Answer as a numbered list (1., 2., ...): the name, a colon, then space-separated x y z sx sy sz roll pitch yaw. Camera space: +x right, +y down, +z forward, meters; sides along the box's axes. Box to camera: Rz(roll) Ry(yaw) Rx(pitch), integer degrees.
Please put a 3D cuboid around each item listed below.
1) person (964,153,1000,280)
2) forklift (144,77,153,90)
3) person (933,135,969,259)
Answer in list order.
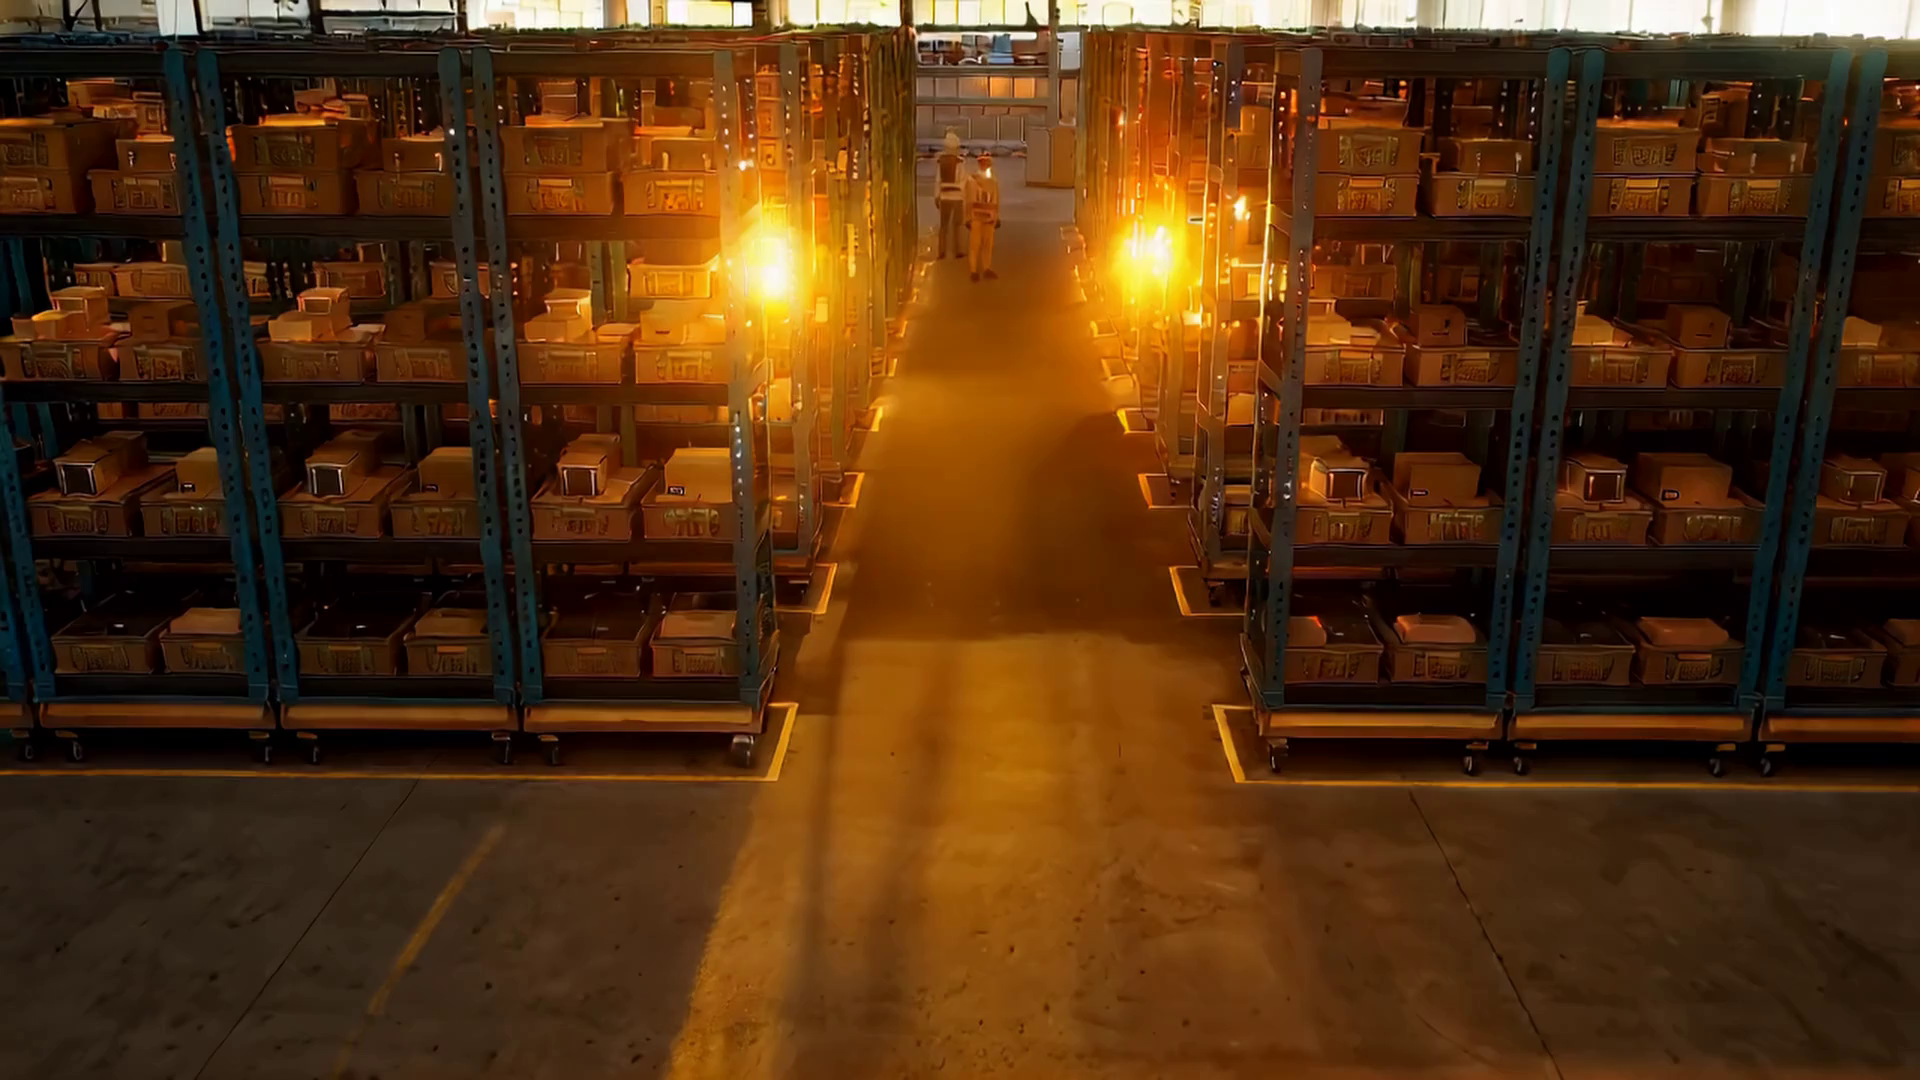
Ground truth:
1. person: 0.342 -4.773 24.566 0.591 1.837 0.403 -12 21 -34
2. forklift: -23.973 -13.287 49.983 1.129 2.768 1.873 0 17 0
3. person: -0.136 -5.503 26.706 0.604 1.949 0.389 5 18 17
